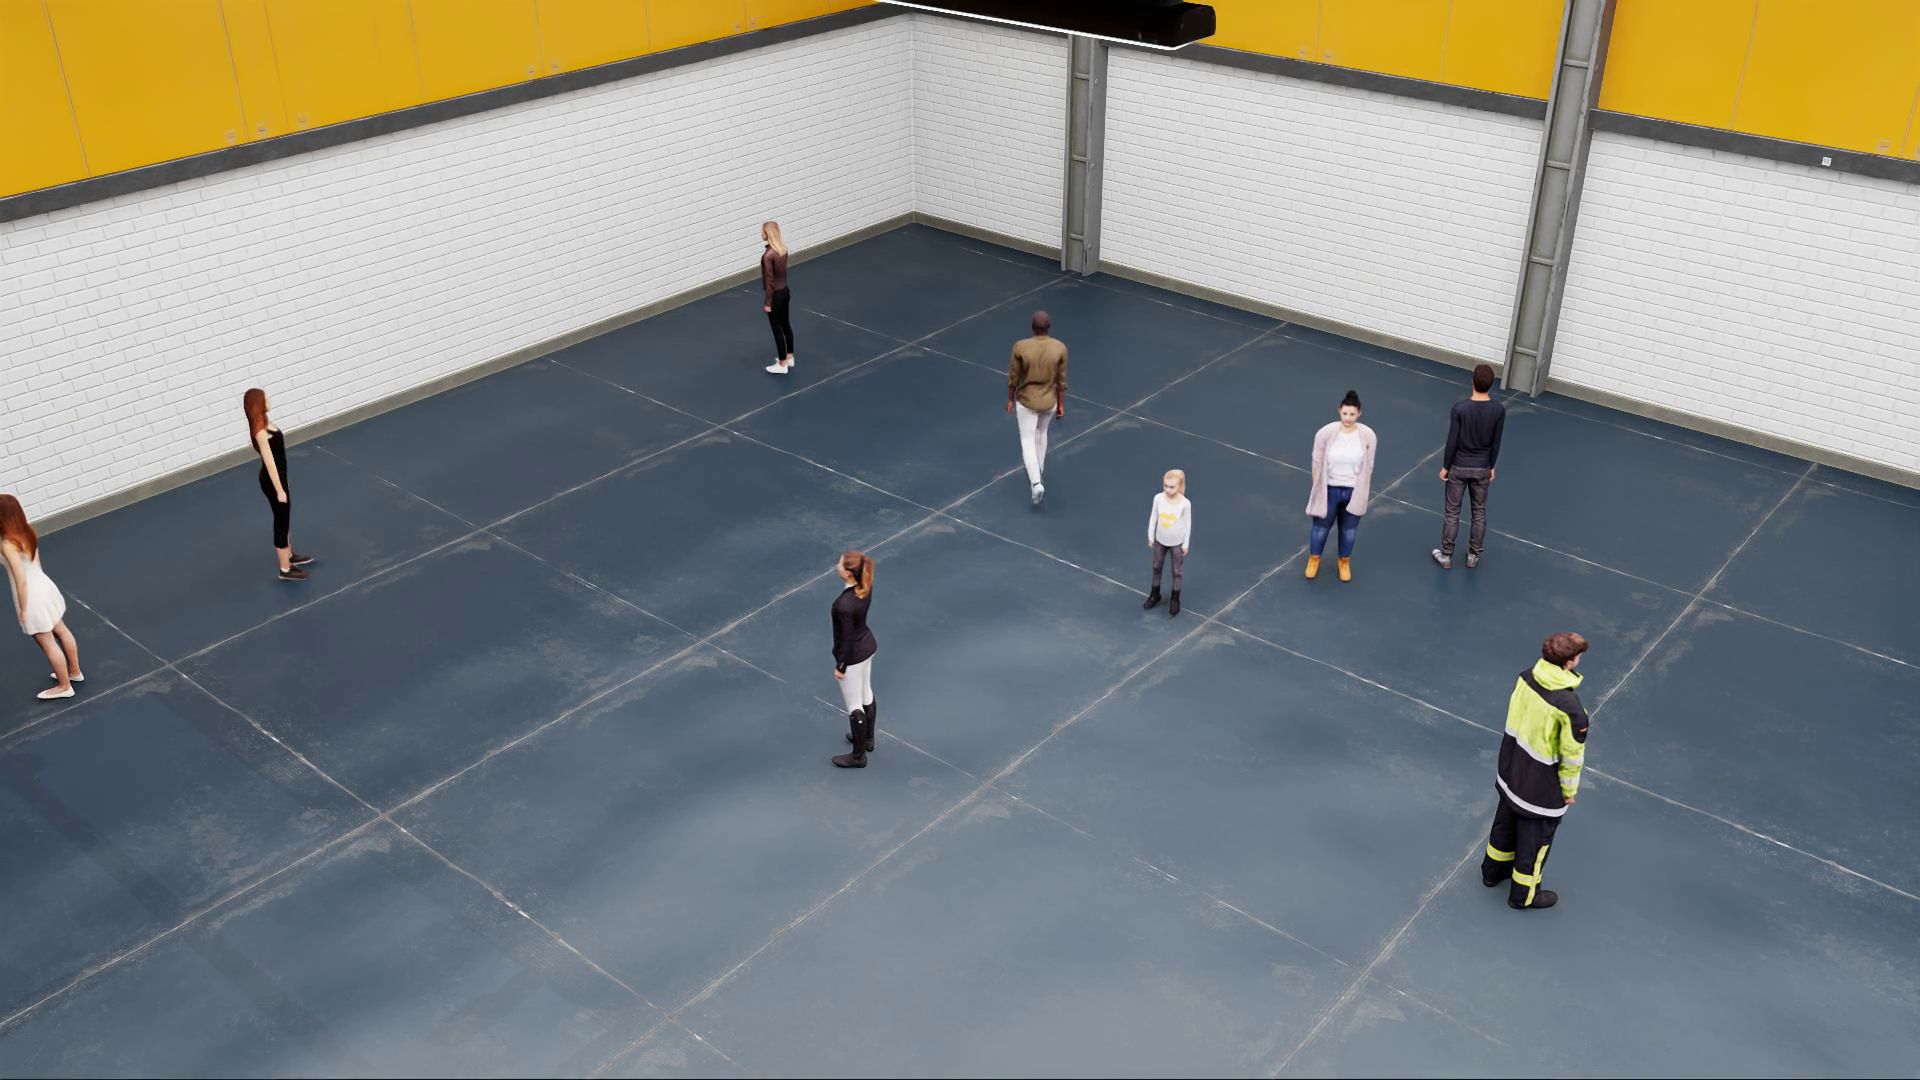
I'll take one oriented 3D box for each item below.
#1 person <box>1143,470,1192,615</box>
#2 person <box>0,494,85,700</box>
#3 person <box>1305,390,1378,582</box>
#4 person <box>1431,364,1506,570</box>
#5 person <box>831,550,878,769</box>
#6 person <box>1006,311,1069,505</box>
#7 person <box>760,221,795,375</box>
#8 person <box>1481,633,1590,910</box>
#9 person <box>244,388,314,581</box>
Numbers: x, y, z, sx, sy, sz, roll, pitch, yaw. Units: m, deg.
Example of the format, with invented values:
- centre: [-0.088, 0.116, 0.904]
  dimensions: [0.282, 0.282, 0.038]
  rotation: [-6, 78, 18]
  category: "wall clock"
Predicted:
- centre: [1.745, -0.005, 13.808]
  dimensions: [0.502, 1.278, 0.609]
  rotation: [11, 31, 20]
  category: "person"
- centre: [-6.994, 0.417, 12.582]
  dimensions: [0.708, 1.711, 0.652]
  rotation: [-2, 29, -3]
  category: "person"
- centre: [3.245, -0.466, 14.168]
  dimensions: [0.747, 1.743, 0.853]
  rotation: [4, 29, 8]
  category: "person"
- centre: [4.390, -0.619, 14.317]
  dimensions: [0.696, 1.870, 0.777]
  rotation: [0, 29, 0]
  category: "person"
- centre: [-0.748, 0.834, 11.799]
  dimensions: [0.661, 1.729, 0.647]
  rotation: [9, 30, 16]
  category: "person"
- centre: [0.719, -1.227, 15.507]
  dimensions: [1.113, 1.796, 1.214]
  rotation: [-5, 29, -9]
  category: "person"
- centre: [-2.001, -2.667, 18.245]
  dimensions: [0.625, 1.703, 0.669]
  rotation: [10, 30, 17]
  category: "person"
- centre: [3.629, 1.426, 10.449]
  dimensions: [0.926, 1.983, 0.780]
  rotation: [-11, 31, -20]
  category: "person"
- centre: [-5.885, -0.496, 14.240]
  dimensions: [0.708, 1.727, 0.597]
  rotation: [-10, 30, -18]
  category: "person"
